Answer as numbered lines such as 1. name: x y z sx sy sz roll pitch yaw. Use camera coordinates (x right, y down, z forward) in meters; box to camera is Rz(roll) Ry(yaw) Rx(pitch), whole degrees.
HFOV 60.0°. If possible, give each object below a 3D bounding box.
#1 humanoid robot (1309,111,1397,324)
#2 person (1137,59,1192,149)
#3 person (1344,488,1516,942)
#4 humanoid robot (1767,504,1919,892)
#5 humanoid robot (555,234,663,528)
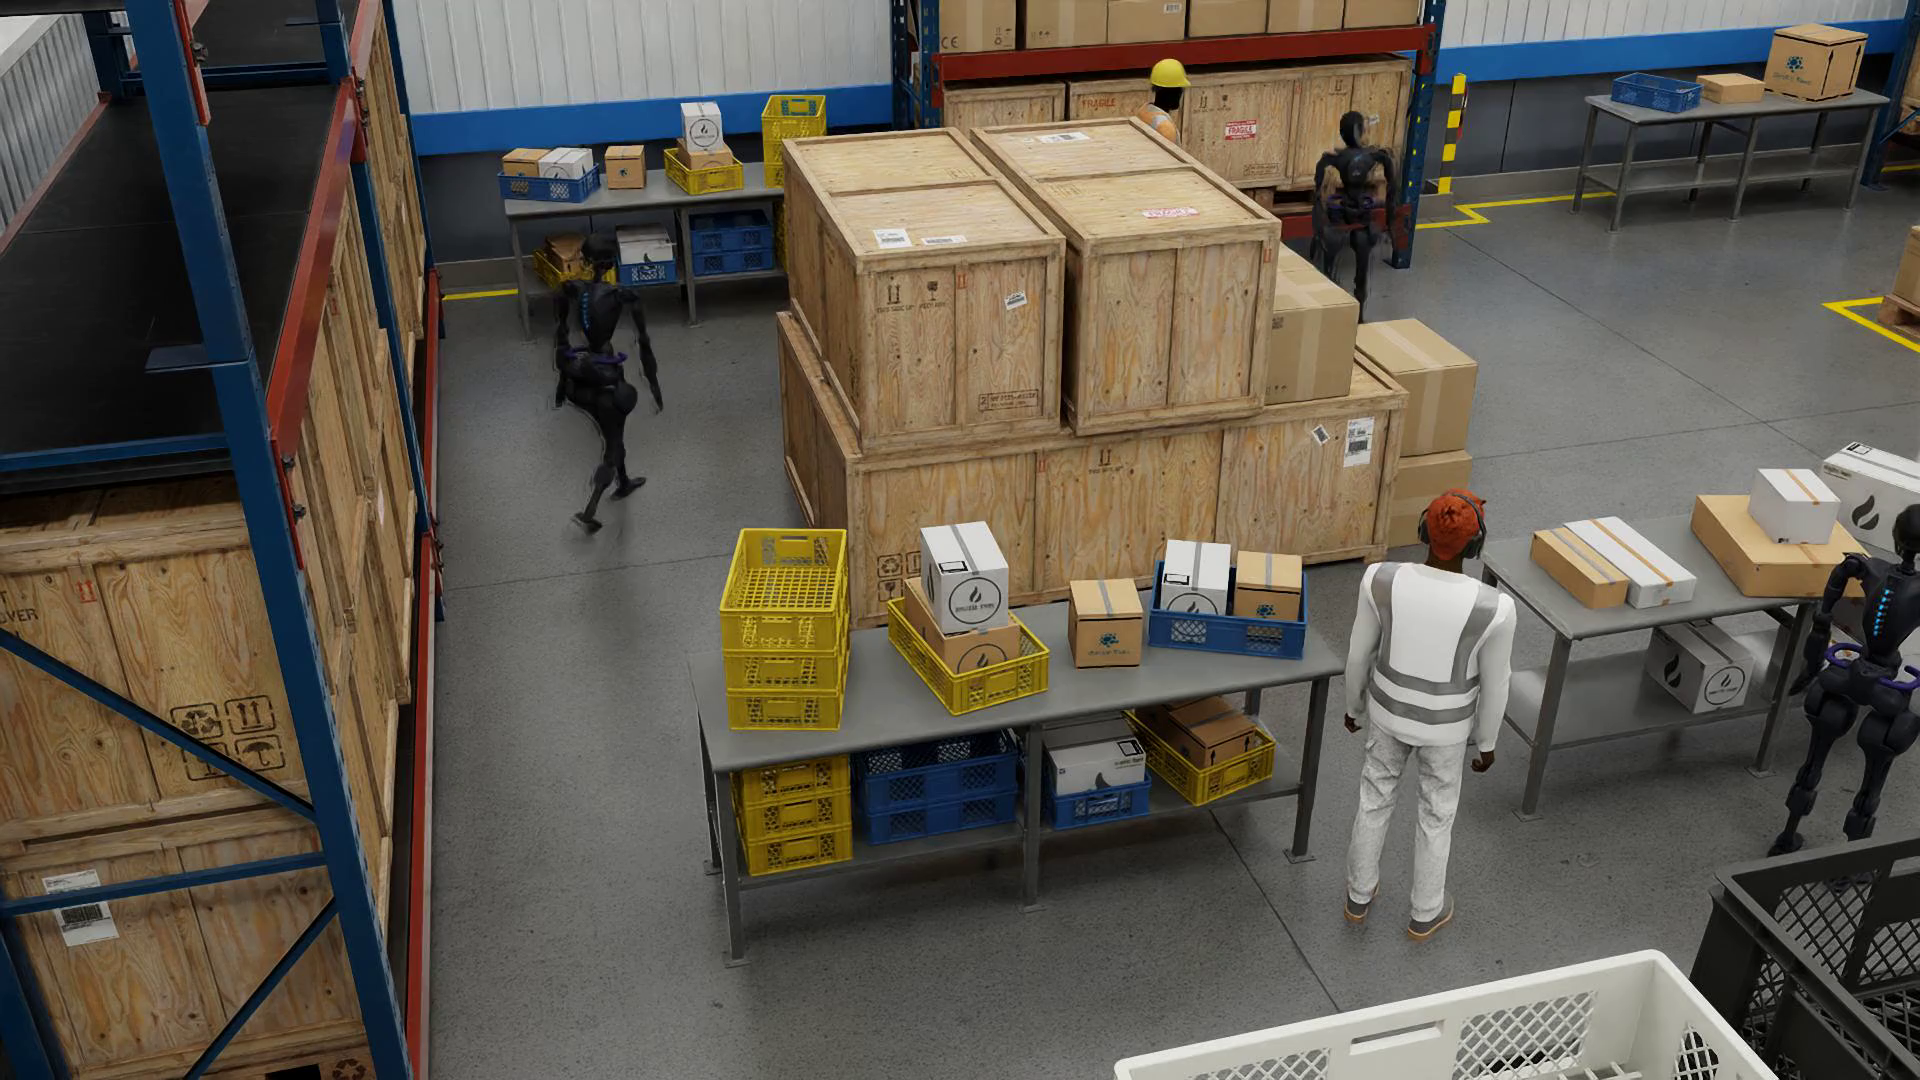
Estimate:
1. humanoid robot: 2.768 -2.194 11.651 0.640 1.636 0.364 1 29 2
2. person: 1.417 -2.445 11.837 0.373 1.924 0.594 -6 29 -10
3. person: 1.722 0.673 6.221 0.583 1.882 0.337 15 32 25
4. humanoid robot: 3.568 0.612 6.529 0.313 1.659 0.609 -22 36 -35
5. humanoid robot: -2.028 -0.885 9.298 0.585 1.628 0.727 13 31 22
